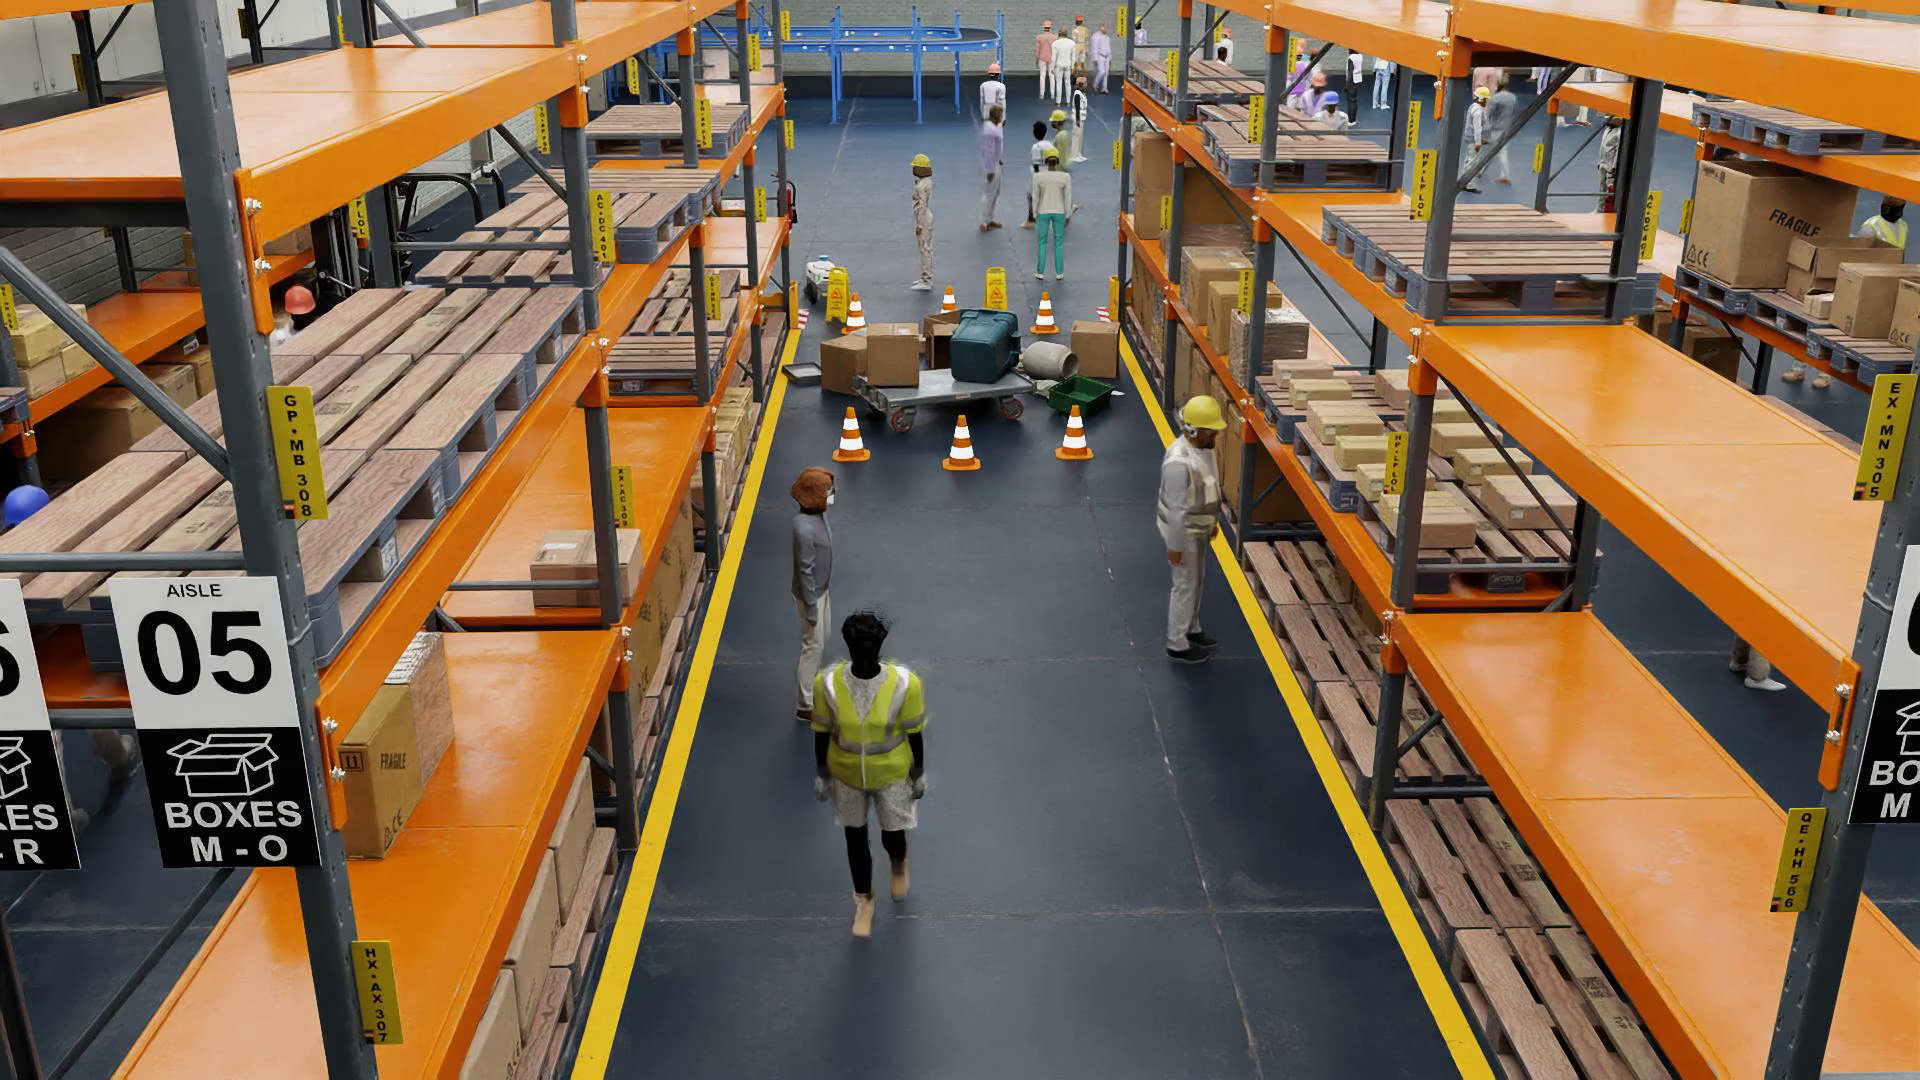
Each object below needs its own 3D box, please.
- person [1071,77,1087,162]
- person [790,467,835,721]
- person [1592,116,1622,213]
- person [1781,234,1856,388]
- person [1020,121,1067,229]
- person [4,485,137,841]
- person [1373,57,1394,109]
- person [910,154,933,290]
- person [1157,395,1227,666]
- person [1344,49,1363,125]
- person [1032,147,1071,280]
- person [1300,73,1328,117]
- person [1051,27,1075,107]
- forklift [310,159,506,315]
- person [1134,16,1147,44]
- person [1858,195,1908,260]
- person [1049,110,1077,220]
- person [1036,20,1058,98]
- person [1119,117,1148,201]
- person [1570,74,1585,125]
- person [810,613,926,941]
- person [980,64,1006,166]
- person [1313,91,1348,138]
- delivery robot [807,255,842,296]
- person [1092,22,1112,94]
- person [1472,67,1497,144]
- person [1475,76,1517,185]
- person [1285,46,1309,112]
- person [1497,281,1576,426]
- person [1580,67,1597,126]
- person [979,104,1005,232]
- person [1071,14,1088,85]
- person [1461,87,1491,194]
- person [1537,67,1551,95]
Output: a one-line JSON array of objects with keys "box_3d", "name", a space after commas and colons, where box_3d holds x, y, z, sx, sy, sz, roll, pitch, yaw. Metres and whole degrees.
[{"box_3d": [2.360, -8.328, 32.940, 0.311, 1.633, 0.513, 5, 21, 13], "name": "person"}, {"box_3d": [-0.880, 0.325, 10.079, 0.279, 1.621, 0.508, 2, 21, 4], "name": "person"}, {"box_3d": [10.420, -6.049, 26.754, 0.297, 1.745, 0.484, -4, 21, -11], "name": "person"}, {"box_3d": [8.978, -2.513, 17.272, 0.429, 1.842, 0.629, -13, 24, -30], "name": "person"}, {"box_3d": [1.312, -5.637, 25.761, 0.736, 1.675, 0.536, 14, 25, 32], "name": "person"}, {"box_3d": [-4.847, 0.604, 8.945, 0.643, 1.897, 0.969, -4, 21, -12], "name": "person"}, {"box_3d": [10.628, -11.822, 41.786, 0.398, 1.911, 0.587, -18, 27, -39], "name": "person"}, {"box_3d": [-0.503, -4.160, 21.762, 0.288, 1.746, 0.488, 2, 21, 5], "name": "person"}, {"box_3d": [1.509, -0.083, 10.881, 0.417, 1.819, 0.622, 10, 23, 24], "name": "person"}, {"box_3d": [9.083, -10.577, 38.479, 0.392, 1.922, 0.592, 13, 24, 30], "name": "person"}, {"box_3d": [1.223, -4.381, 22.331, 0.528, 1.759, 0.344, 0, 21, -1], "name": "person"}, {"box_3d": [6.402, -7.403, 30.004, 0.623, 1.978, 1.017, 11, 23, 26], "name": "person"}, {"box_3d": [2.606, -11.999, 42.212, 0.632, 1.940, 0.372, -6, 22, -16], "name": "person"}, {"box_3d": [-5.622, -2.910, 17.832, 2.313, 2.155, 1.214, -1, 21, -1], "name": "forklift"}, {"box_3d": [5.011, -13.776, 46.923, 0.361, 1.929, 0.587, -16, 26, -36], "name": "person"}, {"box_3d": [10.061, -2.872, 18.226, 0.631, 1.840, 0.429, -9, 23, -23], "name": "person"}, {"box_3d": [1.609, -5.962, 26.513, 0.424, 1.756, 0.541, 2, 21, 6], "name": "person"}, {"box_3d": [2.299, -12.715, 44.025, 0.608, 1.995, 0.377, -2, 21, -5], "name": "person"}, {"box_3d": [2.961, -6.681, 28.446, 0.493, 1.732, 0.324, 7, 22, 17], "name": "person"}, {"box_3d": [14.460, -10.477, 38.629, 0.285, 1.624, 0.509, 14, 25, 32], "name": "person"}, {"box_3d": [-0.432, 1.096, 7.948, 0.547, 1.683, 0.415, 2, 21, 7], "name": "person"}, {"box_3d": [0.652, -8.271, 32.374, 0.545, 1.929, 0.387, 11, 23, 27], "name": "person"}, {"box_3d": [6.081, -6.413, 27.448, 0.610, 1.937, 0.417, 1, 21, 1], "name": "person"}, {"box_3d": [-1.730, -3.391, 21.255, 0.477, 0.478, 0.707, -6, 22, -15], "name": "delivery robot"}, {"box_3d": [3.869, -13.016, 44.957, 0.461, 1.890, 0.670, 17, 27, 38], "name": "person"}, {"box_3d": [11.173, -9.408, 35.409, 0.399, 1.909, 0.642, -8, 22, -20], "name": "person"}, {"box_3d": [9.717, -7.462, 30.281, 0.632, 1.887, 1.005, -18, 27, -39], "name": "person"}, {"box_3d": [7.344, -9.802, 36.405, 0.543, 1.939, 0.360, -8, 22, -19], "name": "person"}, {"box_3d": [5.468, -2.008, 15.786, 0.605, 1.951, 0.383, 10, 23, 24], "name": "person"}, {"box_3d": [14.531, -10.512, 38.385, 0.328, 1.865, 0.517, 0, 21, 1], "name": "person"}, {"box_3d": [0.482, -5.754, 25.765, 0.394, 1.910, 0.770, 2, 21, 6], "name": "person"}, {"box_3d": [3.386, -13.991, 47.478, 0.552, 1.934, 0.373, -11, 23, -27], "name": "person"}, {"box_3d": [9.061, -7.015, 29.196, 0.403, 1.826, 0.589, 2, 21, 4], "name": "person"}, {"box_3d": [15.894, -12.956, 44.978, 0.525, 1.772, 0.304, -14, 25, -33], "name": "person"}]
